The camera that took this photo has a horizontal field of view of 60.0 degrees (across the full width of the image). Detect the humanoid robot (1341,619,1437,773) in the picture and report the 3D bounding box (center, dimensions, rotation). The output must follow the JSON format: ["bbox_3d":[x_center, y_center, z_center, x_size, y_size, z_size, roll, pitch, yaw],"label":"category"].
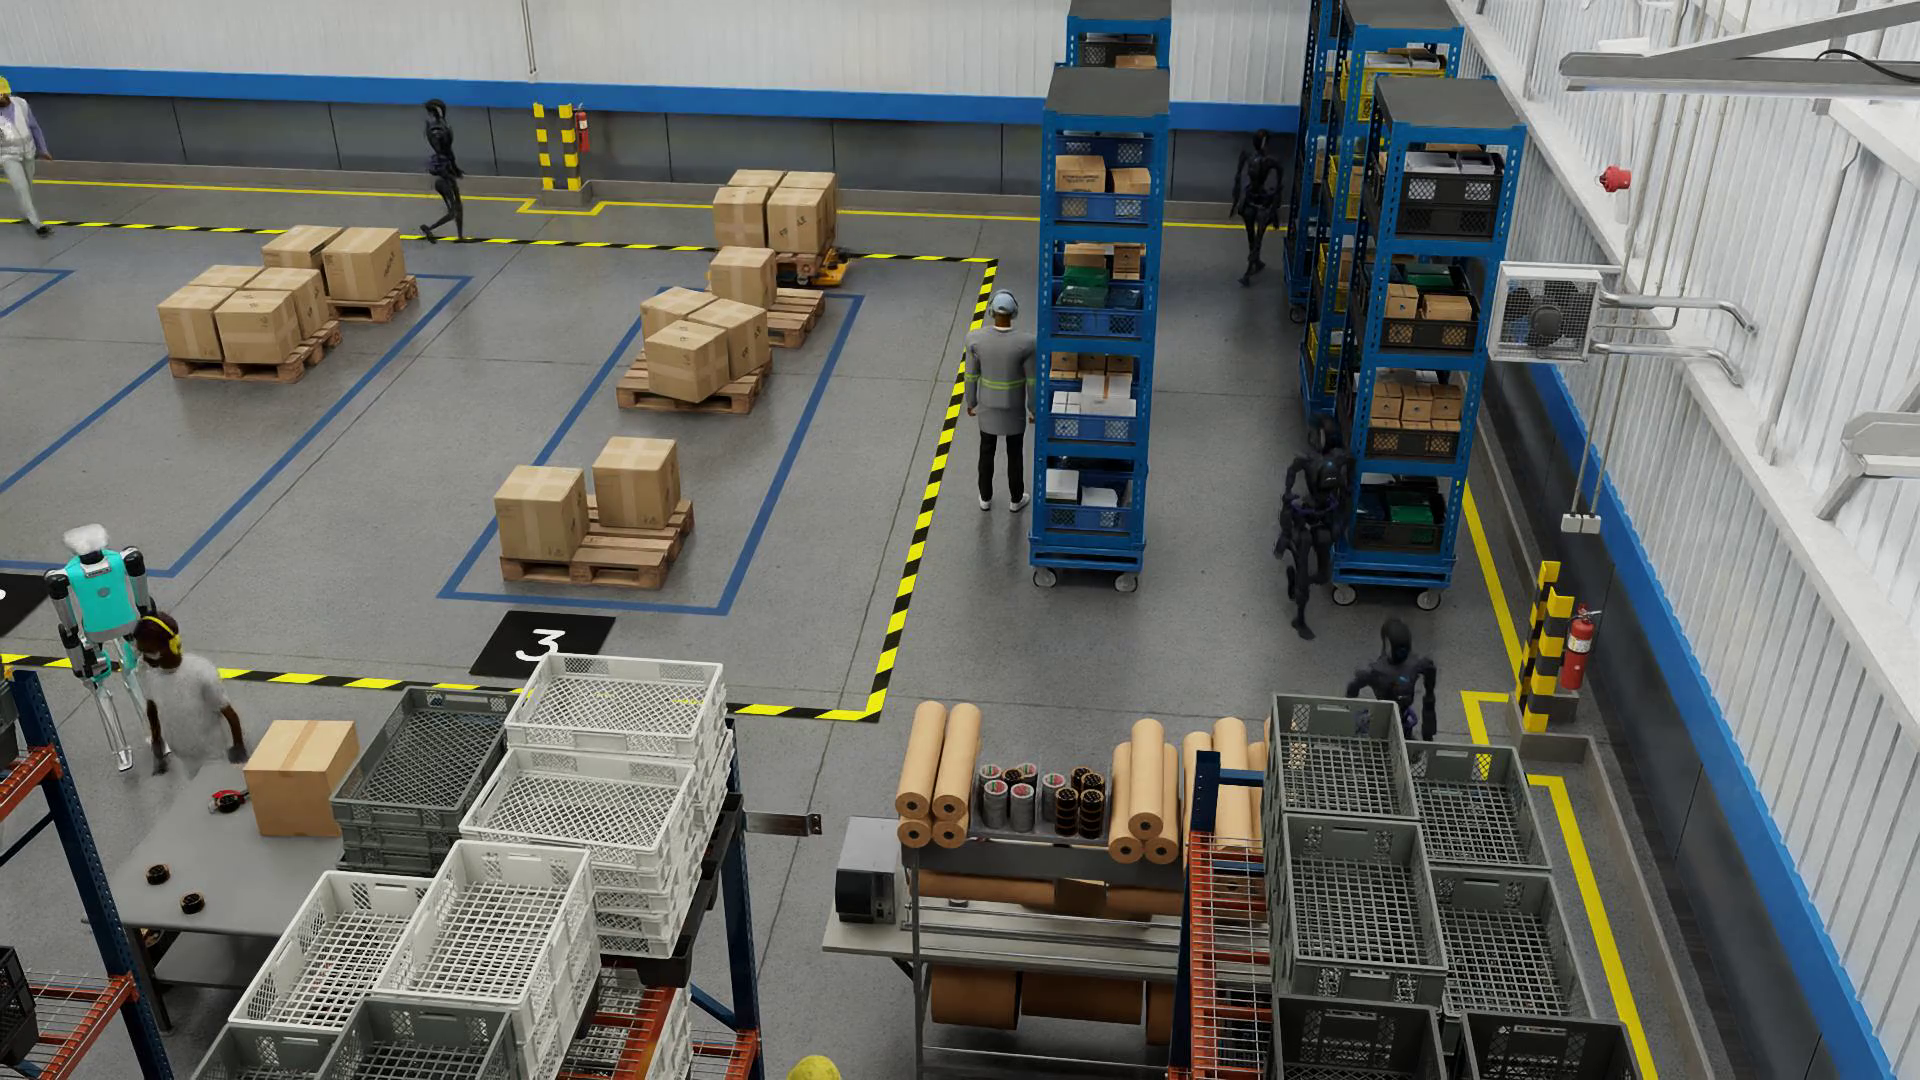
[{"bbox_3d":[2.419,1.187,9.244,0.612,1.653,0.471,-7,31,-12],"label":"humanoid robot"}]

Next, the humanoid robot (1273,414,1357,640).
[{"bbox_3d":[2.412,-0.148,11.538,0.584,1.632,0.597,-10,32,-16],"label":"humanoid robot"}]

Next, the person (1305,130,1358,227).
[{"bbox_3d":[3.903,-3.680,17.464,0.683,1.812,0.461,14,33,22],"label":"person"}]

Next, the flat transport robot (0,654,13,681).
[{"bbox_3d":[-7.142,0.969,11.010,1.431,0.231,0.659,3,30,6],"label":"flat transport robot"}]

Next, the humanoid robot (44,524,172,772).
[{"bbox_3d":[-5.162,0.585,10.080,0.533,1.673,0.735,-22,37,-32],"label":"humanoid robot"}]

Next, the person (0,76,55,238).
[{"bbox_3d":[-10.459,-4.286,18.531,0.886,1.784,0.594,17,34,27],"label":"person"}]

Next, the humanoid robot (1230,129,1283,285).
[{"bbox_3d":[3.077,-3.473,17.267,0.593,1.629,0.754,22,37,33],"label":"humanoid robot"}]

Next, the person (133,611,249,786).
[{"bbox_3d":[-4.176,1.162,9.107,0.541,1.867,0.413,7,31,12],"label":"person"}]

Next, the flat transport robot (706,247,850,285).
[{"bbox_3d":[-1.935,-2.951,17.714,1.431,0.197,0.652,3,30,6],"label":"flat transport robot"}]

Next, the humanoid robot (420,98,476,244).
[{"bbox_3d":[-5.694,-4.025,18.198,0.529,1.645,0.609,-2,30,-4],"label":"humanoid robot"}]

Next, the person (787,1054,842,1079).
[{"bbox_3d":[-0.535,2.692,6.583,0.486,1.744,0.294,-24,38,-35],"label":"person"}]

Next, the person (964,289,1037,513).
[{"bbox_3d":[0.336,-1.083,12.960,0.596,1.850,0.385,5,31,9],"label":"person"}]
